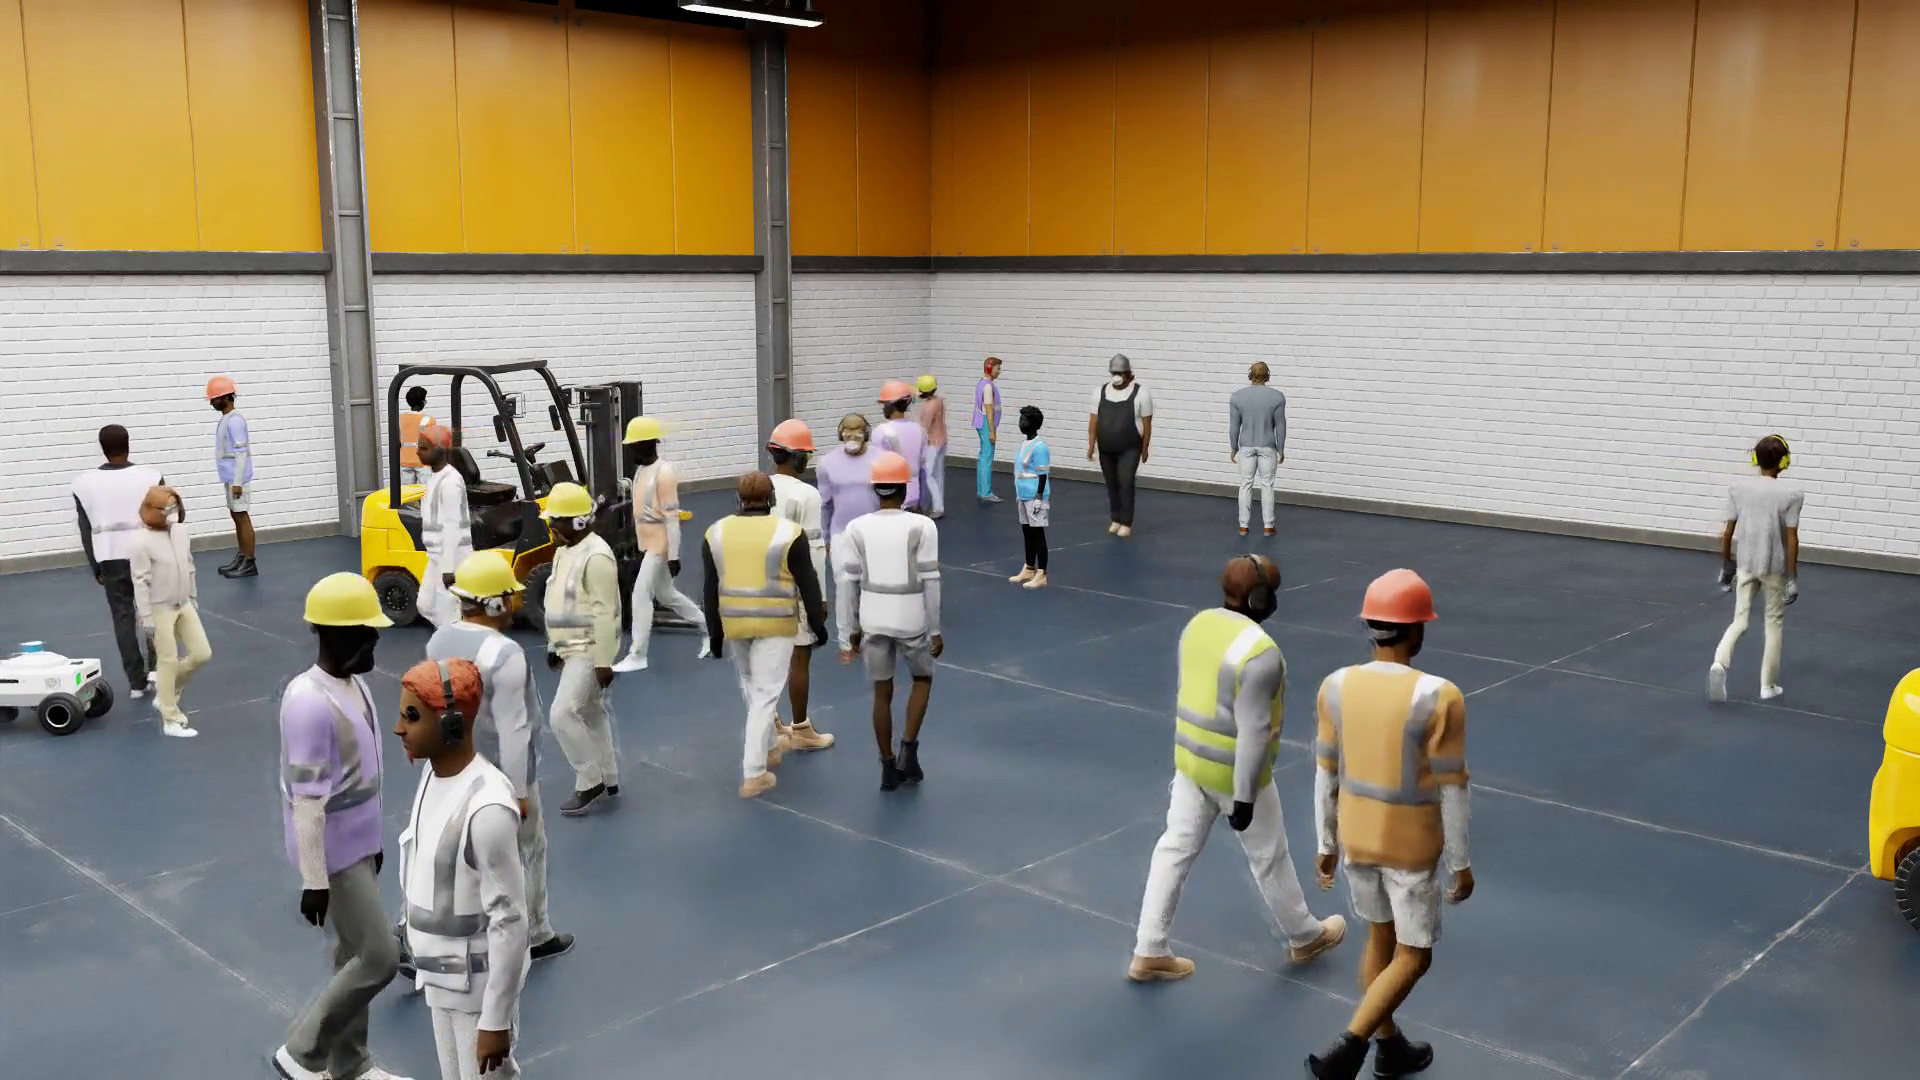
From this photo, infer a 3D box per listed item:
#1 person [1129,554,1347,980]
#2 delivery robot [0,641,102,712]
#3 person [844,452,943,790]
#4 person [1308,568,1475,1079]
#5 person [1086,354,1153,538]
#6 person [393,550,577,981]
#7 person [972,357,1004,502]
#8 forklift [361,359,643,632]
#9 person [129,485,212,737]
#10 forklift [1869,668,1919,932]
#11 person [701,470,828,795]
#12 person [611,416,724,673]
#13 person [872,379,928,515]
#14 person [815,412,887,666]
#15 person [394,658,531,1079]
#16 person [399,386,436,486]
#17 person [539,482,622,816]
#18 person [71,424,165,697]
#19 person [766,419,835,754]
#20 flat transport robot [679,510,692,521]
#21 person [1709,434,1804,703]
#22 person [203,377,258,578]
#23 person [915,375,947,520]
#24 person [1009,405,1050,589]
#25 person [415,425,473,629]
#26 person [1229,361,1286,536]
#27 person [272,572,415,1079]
[{"bbox_3d":[1.146,0.947,6.906,0.993,1.783,0.628,-5,10,-26],"label":"person"},{"bbox_3d":[-5.931,0.895,10.681,0.707,0.478,0.477,-1,9,-3],"label":"delivery robot"},{"bbox_3d":[-0.367,0.460,9.444,0.585,1.922,0.407,2,9,12],"label":"person"},{"bbox_3d":[1.461,1.061,5.809,0.771,1.919,0.566,-9,13,-43],"label":"person"},{"bbox_3d":[1.719,-1.053,18.371,0.690,2.000,0.829,5,10,26],"label":"person"},{"bbox_3d":[-1.998,0.942,6.856,0.599,1.810,0.779,8,12,40],"label":"person"},{"bbox_3d":[0.346,-1.398,21.105,0.388,1.836,0.564,-1,9,-7],"label":"person"},{"bbox_3d":[-3.850,-0.407,13.936,2.313,2.155,1.214,2,9,11],"label":"forklift"},{"bbox_3d":[-4.943,0.452,10.429,0.346,1.614,0.522,3,10,15],"label":"person"},{"bbox_3d":[5.205,0.723,7.013,2.313,2.155,1.214,9,13,43],"label":"forklift"},{"bbox_3d":[-1.091,0.495,9.596,0.638,1.799,0.916,3,10,20],"label":"person"},{"bbox_3d":[-2.183,0.015,12.317,0.892,1.890,0.589,-5,10,-26],"label":"person"},{"bbox_3d":[-0.475,-0.347,14.102,0.691,2.021,0.611,7,12,38],"label":"person"},{"bbox_3d":[-0.759,-0.038,12.574,0.661,1.907,0.719,0,9,3],"label":"person"},{"bbox_3d":[-1.396,1.251,4.718,0.337,1.882,0.585,-6,11,-33],"label":"person"},{"bbox_3d":[-5.860,-0.815,17.986,0.534,1.691,0.318,3,10,15],"label":"person"},{"bbox_3d":[-2.085,0.586,9.012,0.532,1.810,0.615,-5,10,-28],"label":"person"},{"bbox_3d":[-5.753,0.148,11.485,0.608,1.890,0.467,-3,10,-19],"label":"person"},{"bbox_3d":[-1.027,0.280,10.194,0.615,2.039,0.390,8,12,39],"label":"person"},{"bbox_3d":[-3.833,-0.288,19.091,0.652,0.197,1.431,7,12,38],"label":"flat transport robot"},{"bbox_3d":[5.395,0.209,11.262,0.779,1.849,0.528,-9,13,-43],"label":"person"},{"bbox_3d":[-6.978,-0.596,15.920,0.388,1.926,0.546,-6,11,-30],"label":"person"},{"bbox_3d":[-0.313,-1.084,19.570,0.344,1.719,0.631,3,10,19],"label":"person"},{"bbox_3d":[0.658,-0.400,15.418,0.317,1.697,0.533,-4,10,-21],"label":"person"},{"bbox_3d":[-3.630,0.123,11.686,0.417,1.868,0.612,-4,10,-25],"label":"person"},{"bbox_3d":[3.290,-1.008,18.400,0.627,1.941,0.371,3,10,17],"label":"person"},{"bbox_3d":[-2.128,1.059,5.799,0.406,1.912,0.624,-1,9,-7],"label":"person"}]
